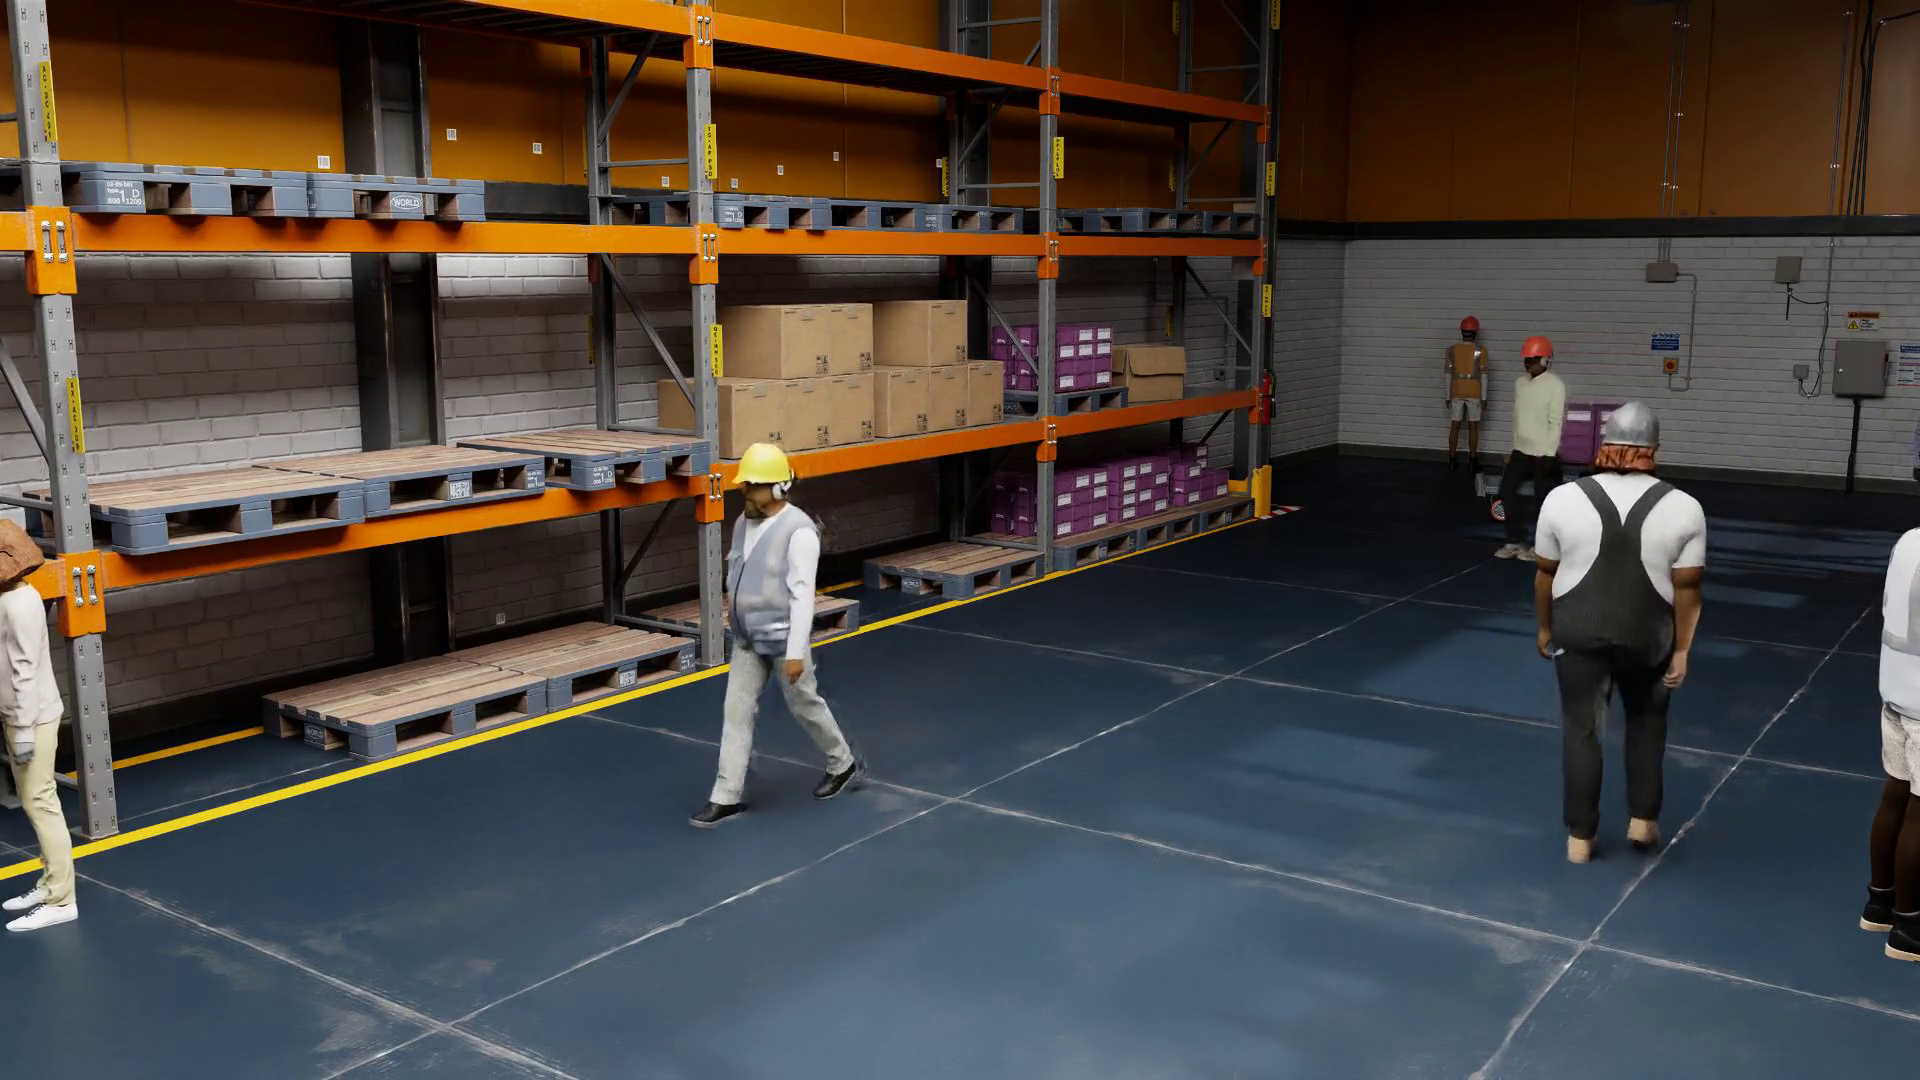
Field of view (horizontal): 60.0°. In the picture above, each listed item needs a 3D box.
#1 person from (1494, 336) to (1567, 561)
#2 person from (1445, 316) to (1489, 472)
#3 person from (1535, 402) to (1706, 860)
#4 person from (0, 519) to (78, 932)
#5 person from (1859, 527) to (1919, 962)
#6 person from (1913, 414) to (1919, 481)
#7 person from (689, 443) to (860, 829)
[{"bbox_3d":[4.929,-0.778,14.451,0.628,1.973,0.652,-4,10,-23],"label":"person"},{"bbox_3d":[6.333,-1.823,20.801,0.543,1.939,0.356,6,11,30],"label":"person"},{"bbox_3d":[2.904,0.377,7.393,0.690,2.000,0.694,4,10,22],"label":"person"},{"bbox_3d":[-3.711,0.722,6.581,0.282,1.624,0.493,-7,12,-37],"label":"person"},{"bbox_3d":[3.669,0.603,6.265,0.361,1.964,0.614,2,10,12],"label":"person"},{"bbox_3d":[8.384,-0.647,13.963,0.597,1.879,0.686,-8,13,-41],"label":"person"},{"bbox_3d":[-0.852,0.424,7.870,0.933,1.792,0.600,-9,13,-43],"label":"person"}]
